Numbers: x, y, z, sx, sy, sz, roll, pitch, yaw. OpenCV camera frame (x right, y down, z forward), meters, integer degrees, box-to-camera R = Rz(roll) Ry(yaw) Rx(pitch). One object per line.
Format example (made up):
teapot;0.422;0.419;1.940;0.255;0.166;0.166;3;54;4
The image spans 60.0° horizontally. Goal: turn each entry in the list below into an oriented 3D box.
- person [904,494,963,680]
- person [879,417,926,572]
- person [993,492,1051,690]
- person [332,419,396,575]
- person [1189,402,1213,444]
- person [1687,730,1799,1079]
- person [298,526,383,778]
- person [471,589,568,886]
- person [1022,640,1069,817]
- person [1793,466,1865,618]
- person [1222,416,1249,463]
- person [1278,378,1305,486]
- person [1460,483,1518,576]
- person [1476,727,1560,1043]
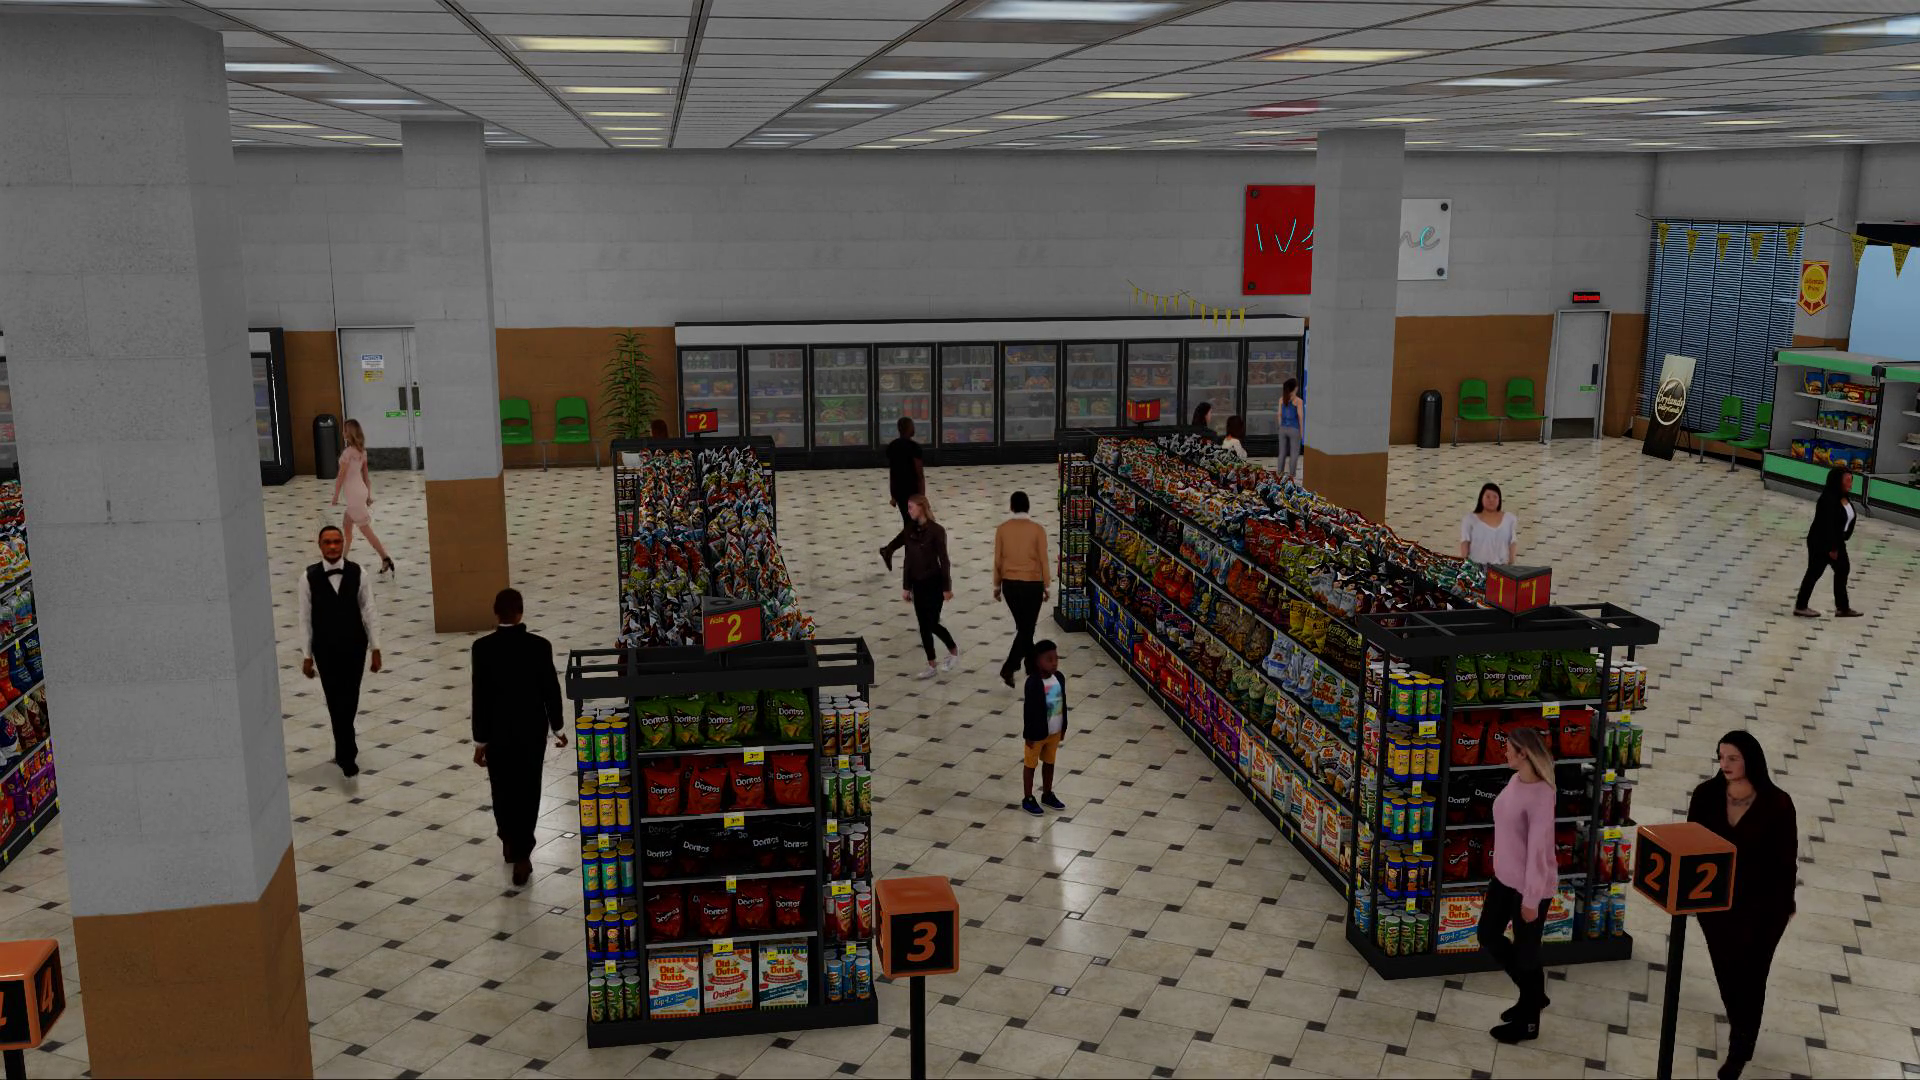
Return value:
person;-0.257;0.427;15.050;0.804;1.683;0.878;6;13;26
person;-0.661;-0.491;19.118;1.053;1.803;1.055;-12;17;-44
person;0.528;0.470;14.768;1.096;1.716;1.237;7;14;30
person;-6.798;-0.441;18.927;0.884;1.784;1.095;2;12;10
person;2.954;-0.849;21.073;0.666;1.698;1.018;-2;12;-11
person;3.984;1.800;8.441;1.055;1.719;1.061;10;16;40
person;-4.732;0.829;12.690;0.976;1.868;1.289;-7;14;-29
person;-2.833;1.269;10.571;0.728;1.881;0.881;-1;12;-7
person;0.585;1.316;11.835;0.597;1.268;0.637;-9;15;-36
person;8.854;0.033;17.146;1.010;1.590;0.931;10;16;40
person;3.254;-0.681;20.357;0.687;1.665;0.576;-1;12;-5
person;4.958;-1.627;24.985;0.633;1.608;0.710;10;16;40
person;5.014;0.271;15.834;0.777;1.666;0.918;0;12;2
person;3.009;1.782;8.635;0.724;1.676;0.593;-1;12;-3
